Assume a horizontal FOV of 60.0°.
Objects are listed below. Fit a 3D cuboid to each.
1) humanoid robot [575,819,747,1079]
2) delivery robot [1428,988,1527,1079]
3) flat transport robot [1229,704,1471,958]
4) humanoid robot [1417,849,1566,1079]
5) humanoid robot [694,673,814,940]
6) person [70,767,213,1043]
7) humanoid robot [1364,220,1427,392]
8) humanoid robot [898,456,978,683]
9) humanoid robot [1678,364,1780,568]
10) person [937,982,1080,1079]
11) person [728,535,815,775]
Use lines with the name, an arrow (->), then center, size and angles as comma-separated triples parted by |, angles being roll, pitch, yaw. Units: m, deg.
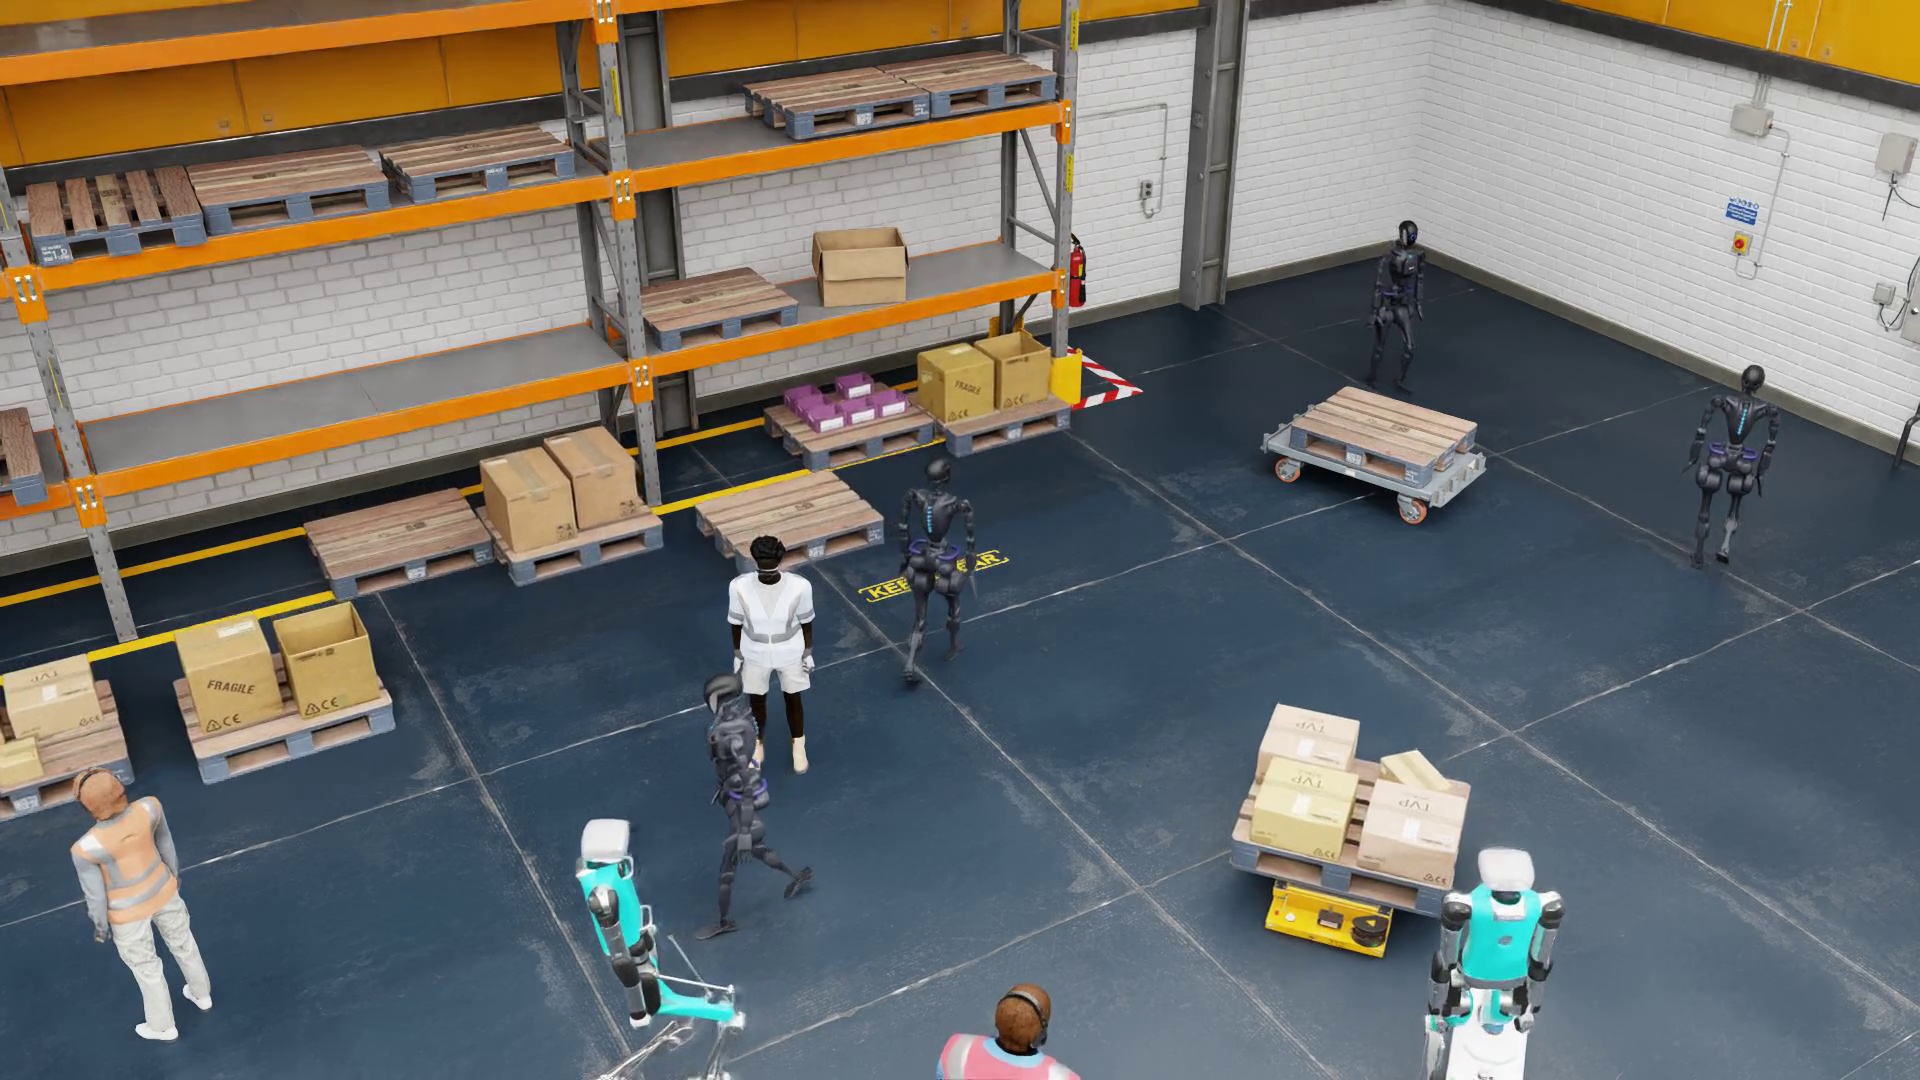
humanoid robot -> -1.391, 2.028, 7.876 | 1.007, 1.723, 0.538 | -6, 30, -10
delivery robot -> 2.580, 2.550, 8.162 | 0.499, 0.587, 0.769 | 10, 31, 18
flat transport robot -> 2.265, 1.839, 9.719 | 0.659, 0.231, 1.431 | 11, 31, 19
humanoid robot -> 2.413, 2.089, 7.833 | 0.552, 1.846, 0.661 | 1, 29, 1
humanoid robot -> -1.161, 1.424, 9.071 | 0.748, 1.642, 0.615 | -11, 31, -19
person -> -4.117, 1.824, 8.351 | 0.310, 1.638, 0.513 | 14, 33, 24
humanoid robot -> 4.033, -2.152, 15.360 | 0.609, 1.640, 0.494 | -13, 32, -22
humanoid robot -> -0.188, 0.197, 11.243 | 0.599, 1.653, 0.722 | 12, 31, 20
humanoid robot -> 5.755, -0.542, 12.505 | 0.600, 1.648, 0.373 | 11, 31, 19
person -> 0.218, 2.564, 6.855 | 0.629, 1.833, 0.434 | 12, 32, 20
person -> -1.153, 0.709, 10.271 | 0.532, 1.692, 0.319 | -1, 29, -3
